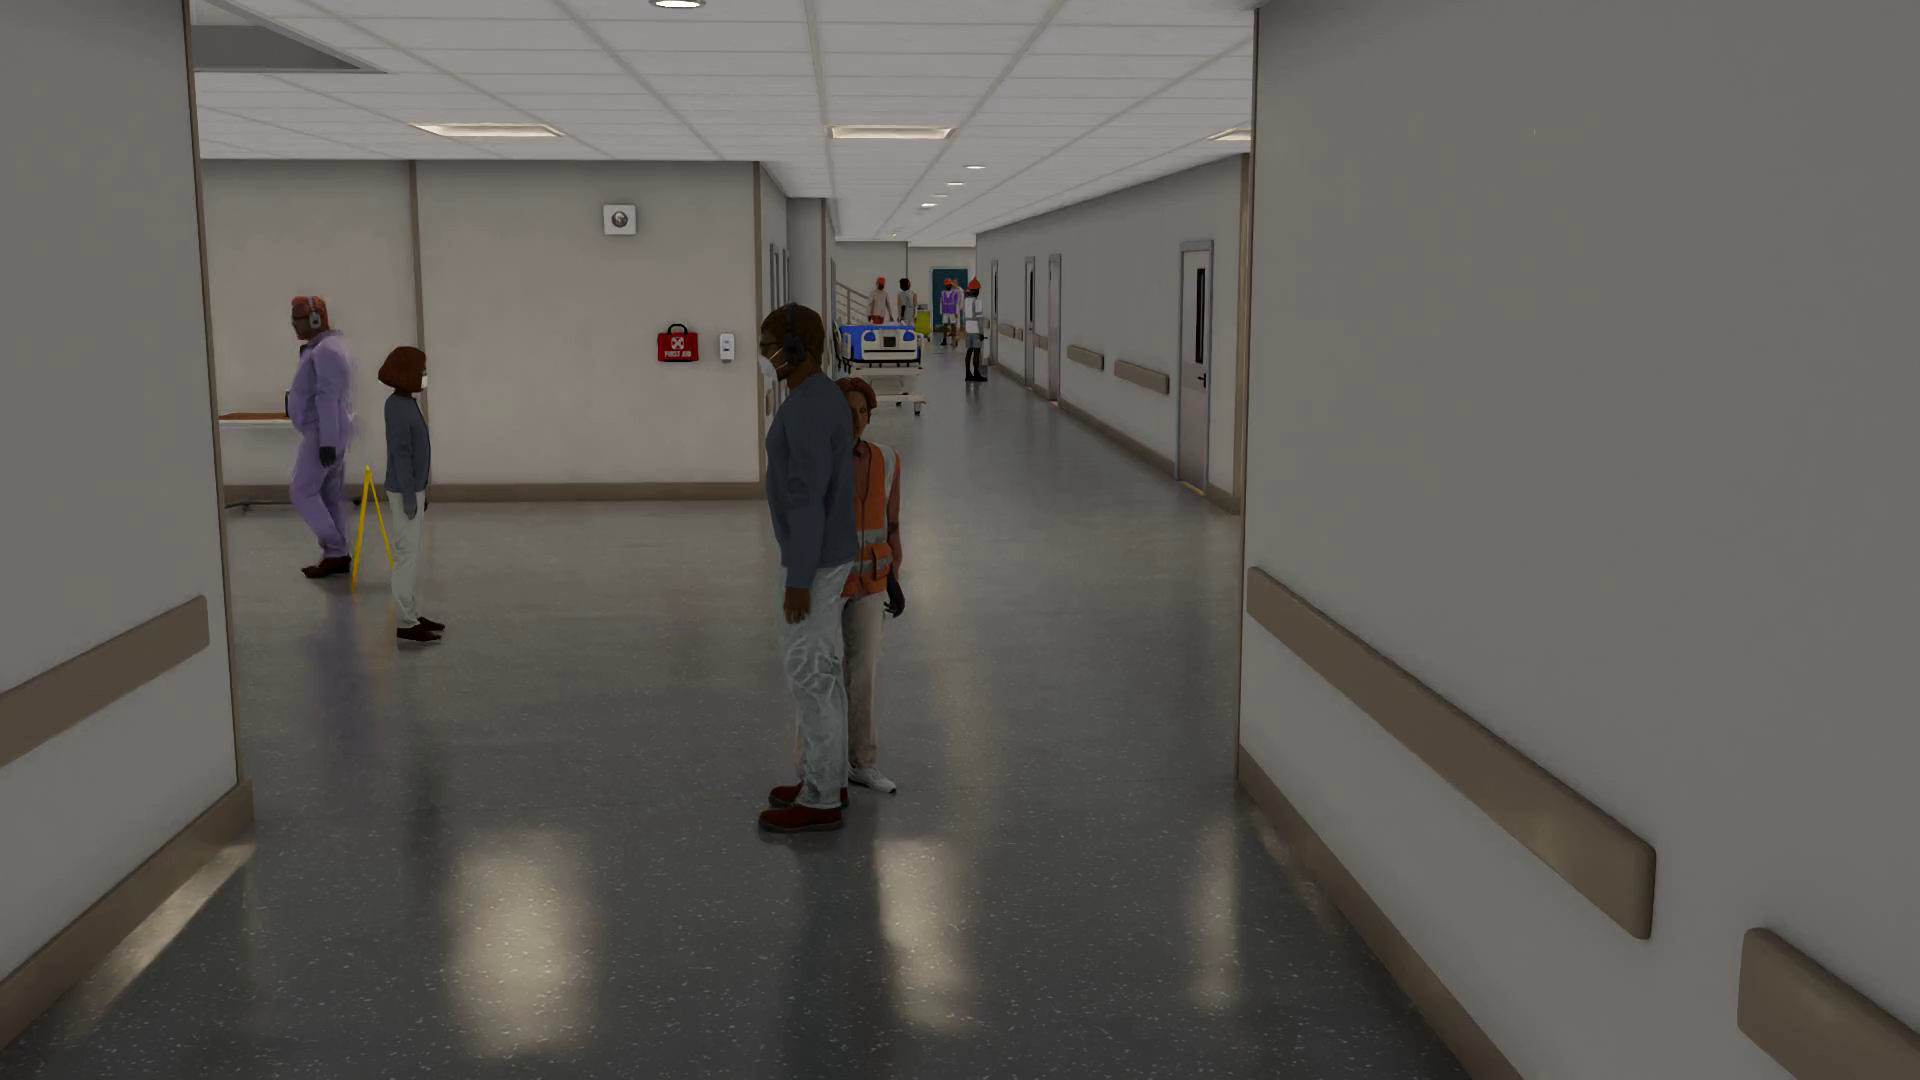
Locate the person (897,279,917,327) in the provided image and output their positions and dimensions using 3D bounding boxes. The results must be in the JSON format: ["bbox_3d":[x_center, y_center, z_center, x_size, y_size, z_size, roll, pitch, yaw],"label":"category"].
[{"bbox_3d":[-1.407,-5.952,44.047,0.552,1.937,0.356,1,9,9],"label":"person"}]

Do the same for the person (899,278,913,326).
[{"bbox_3d":[-1.413,-5.851,43.371,0.387,1.954,0.610,3,10,18],"label":"person"}]

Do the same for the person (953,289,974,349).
[{"bbox_3d":[0.197,-6.048,45.332,0.723,1.725,0.570,-5,10,-27],"label":"person"}]

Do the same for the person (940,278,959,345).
[{"bbox_3d":[-0.324,-6.571,47.935,0.551,1.934,0.373,3,9,16],"label":"person"}]

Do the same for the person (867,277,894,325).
[{"bbox_3d":[-2.062,-5.858,43.372,0.659,1.956,0.779,-7,12,-39],"label":"person"}]

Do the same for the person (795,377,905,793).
[{"bbox_3d":[-0.440,0.192,6.406,0.514,1.641,0.315,-7,11,-36],"label":"person"}]

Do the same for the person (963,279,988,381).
[{"bbox_3d":[0.283,-3.995,31.753,0.347,1.942,0.545,-7,11,-36],"label":"person"}]

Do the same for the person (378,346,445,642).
[{"bbox_3d":[-3.053,-0.257,9.246,0.289,1.633,0.498,-2,9,-13],"label":"person"}]

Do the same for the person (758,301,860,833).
[{"bbox_3d":[-0.556,0.097,6.107,0.375,1.929,0.639,0,9,-2],"label":"person"}]

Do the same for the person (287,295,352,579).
[{"bbox_3d":[-4.290,-0.685,11.105,0.451,1.888,0.682,-4,10,-22],"label":"person"}]

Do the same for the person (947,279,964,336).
[{"bbox_3d":[-0.178,-7.693,55.142,0.678,1.900,0.401,6,11,34],"label":"person"}]
